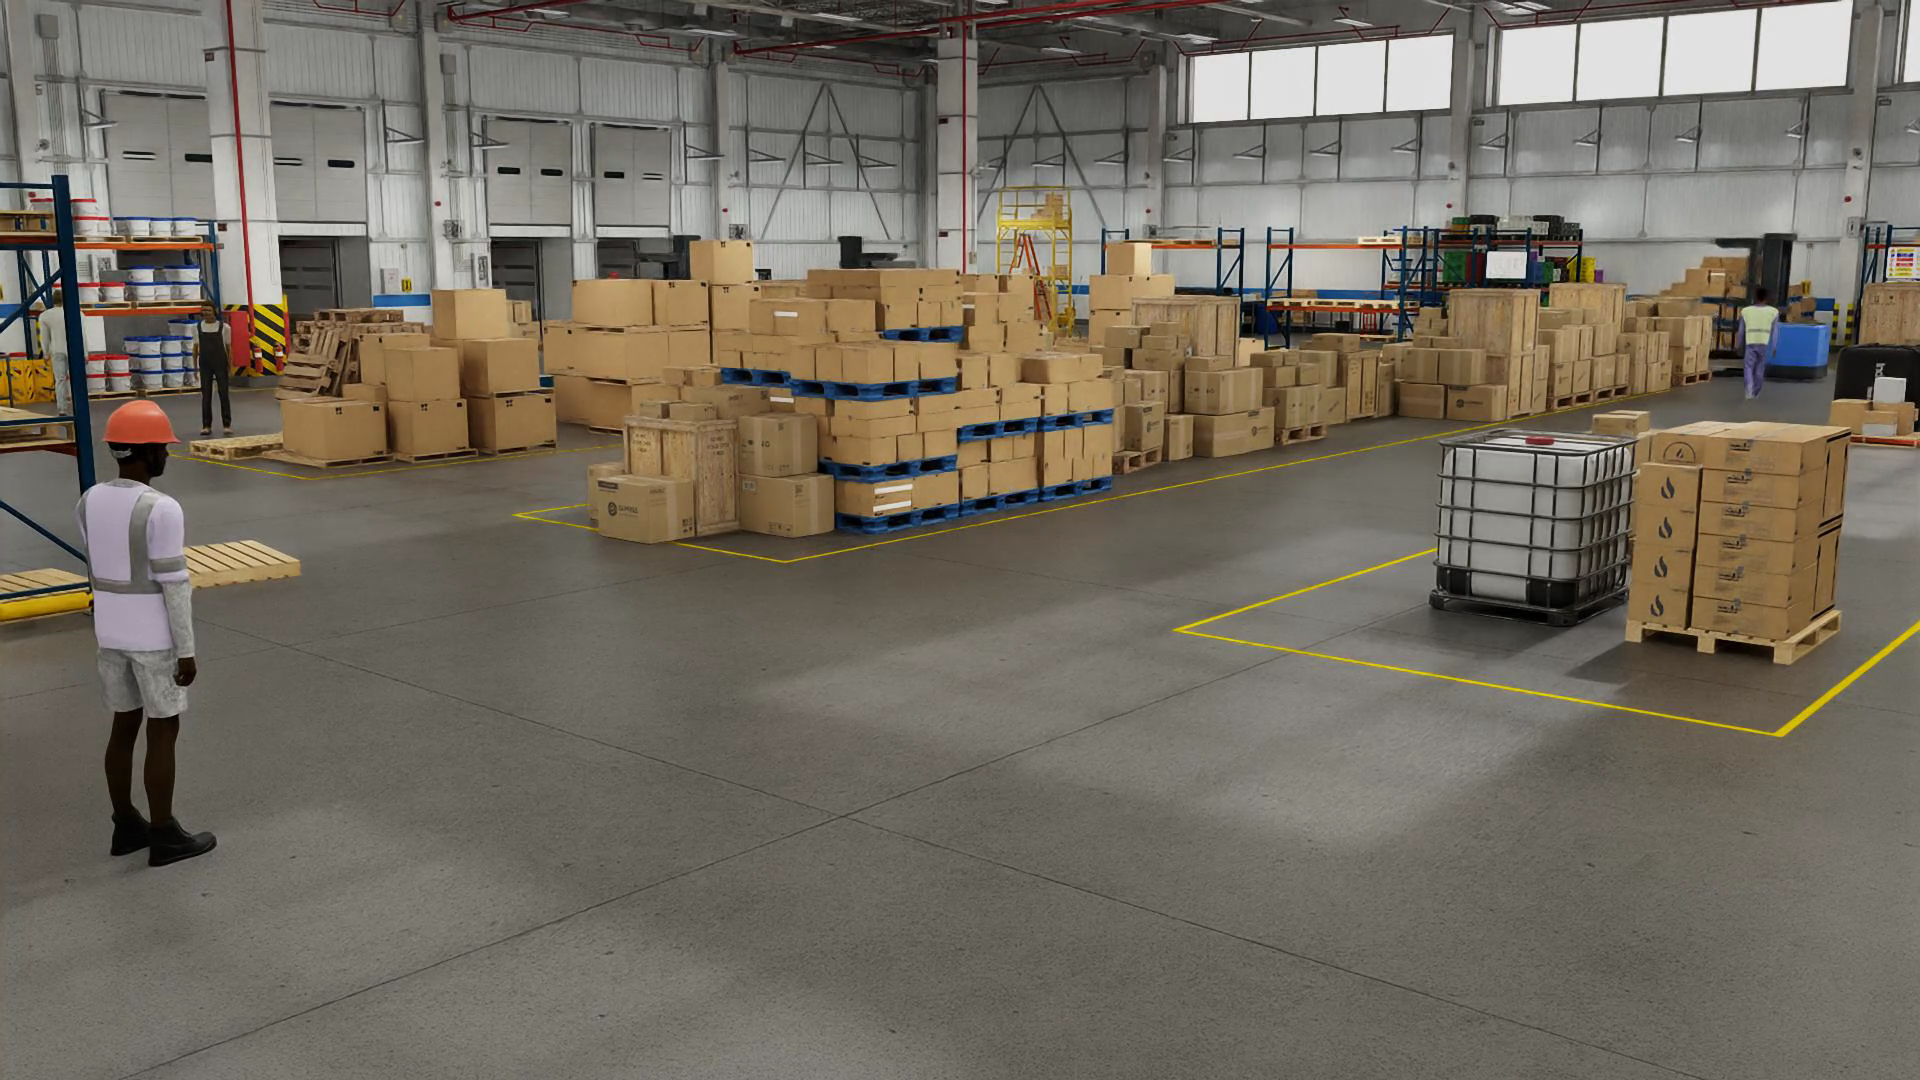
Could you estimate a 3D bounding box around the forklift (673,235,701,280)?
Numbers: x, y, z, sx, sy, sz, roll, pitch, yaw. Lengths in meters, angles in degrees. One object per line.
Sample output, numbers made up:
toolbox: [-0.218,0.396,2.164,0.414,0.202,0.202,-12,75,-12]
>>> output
forklift: [-6.013,-5.343,36.811,1.873,2.768,1.129,-5,11,-28]

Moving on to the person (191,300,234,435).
person: [-10.209,-2.355,22.748,0.507,1.845,0.339,-3,10,-16]

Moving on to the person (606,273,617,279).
person: [-9.187,-6.192,44.466,0.982,1.902,0.555,-5,11,-27]

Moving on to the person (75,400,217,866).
person: [-3.374,0.386,6.923,0.539,1.929,0.390,4,11,24]

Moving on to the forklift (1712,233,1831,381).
forklift: [15.726,-4.514,32.090,1.873,2.768,1.129,8,13,40]

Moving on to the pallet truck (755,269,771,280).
pallet truck: [-4.996,-6.432,45.525,1.885,1.965,0.823,-6,12,-32]

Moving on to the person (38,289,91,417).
person: [-13.326,-2.757,24.782,0.627,1.936,0.375,-4,11,-21]

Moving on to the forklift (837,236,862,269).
forklift: [-2.605,-5.837,39.626,1.873,2.768,1.129,2,10,12]

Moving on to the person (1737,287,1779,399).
person: [13.349,-3.277,27.853,0.603,1.901,0.763,4,11,22]
